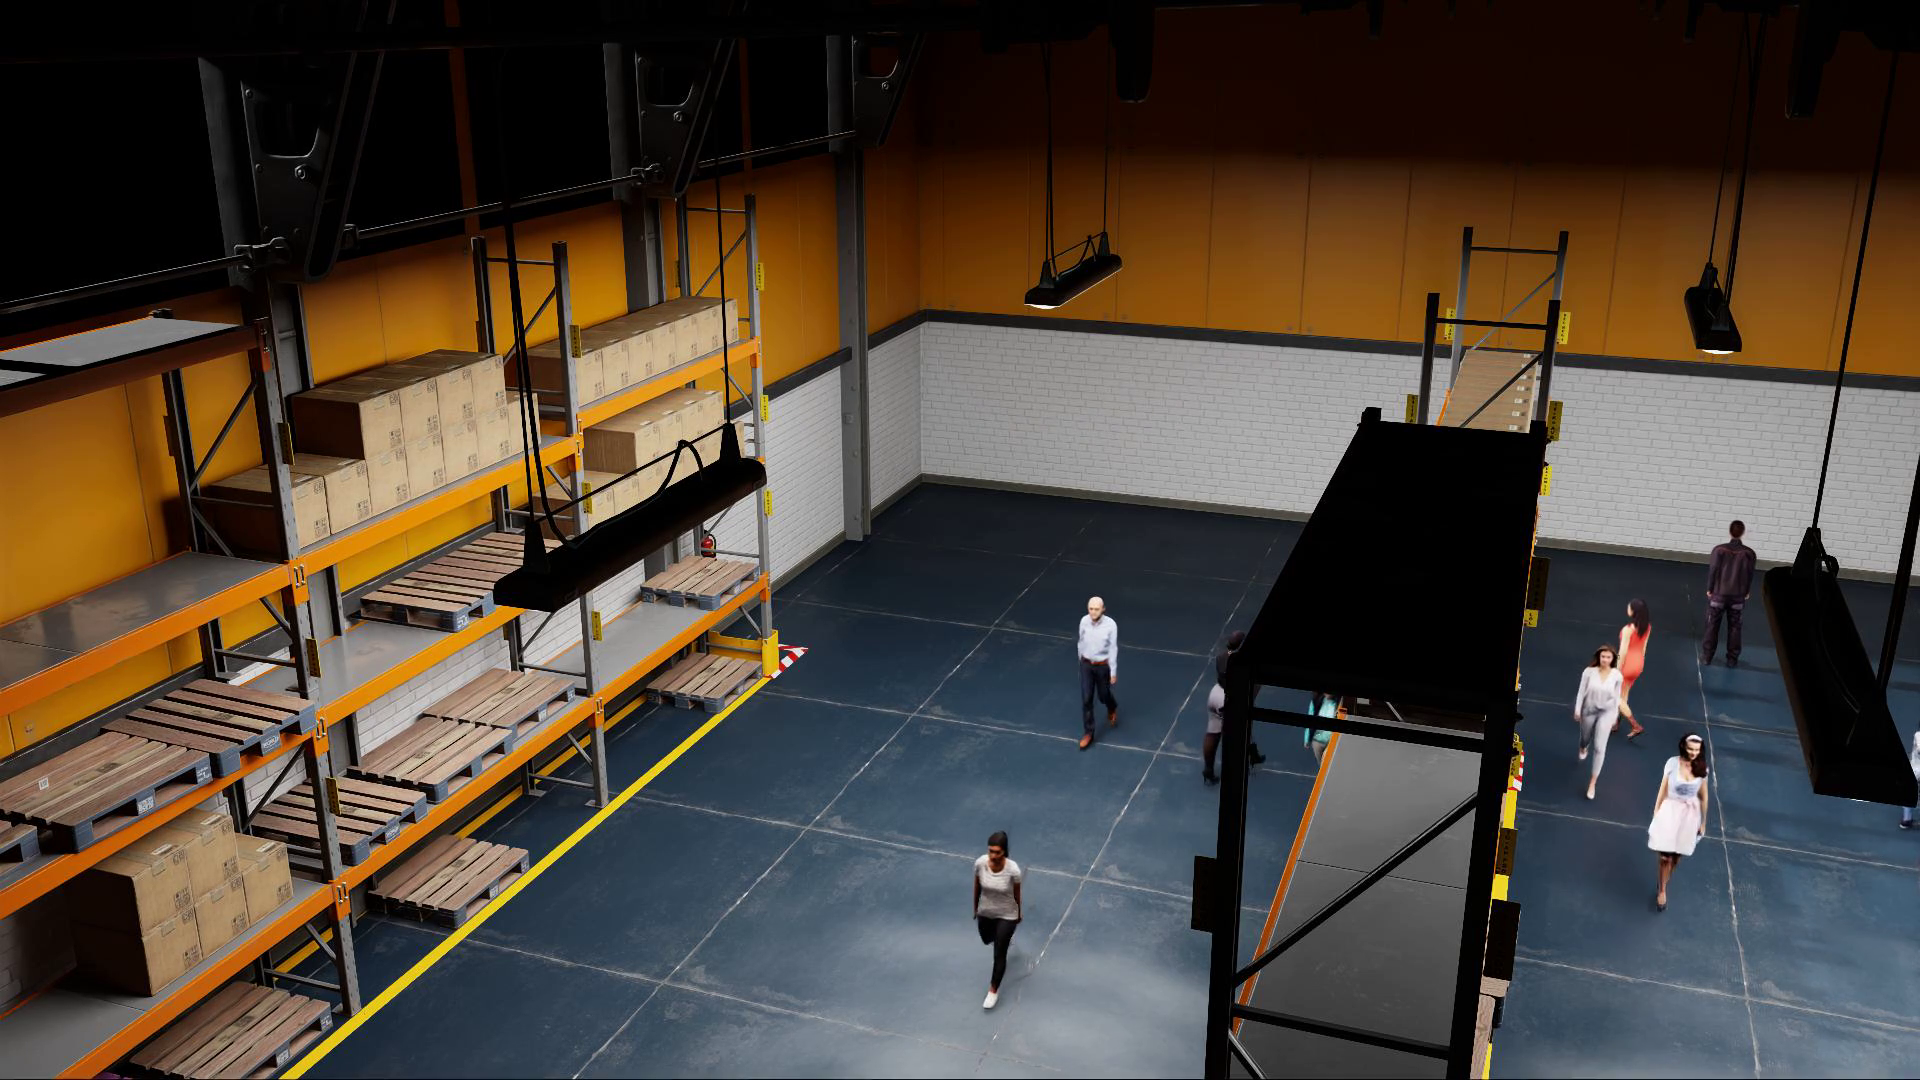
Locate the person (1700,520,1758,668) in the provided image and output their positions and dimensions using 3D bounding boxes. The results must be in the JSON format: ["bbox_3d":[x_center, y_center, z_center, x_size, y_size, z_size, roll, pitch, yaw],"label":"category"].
[{"bbox_3d":[9.793,0.677,21.207,0.675,1.911,0.546,7,20,19],"label":"person"}]

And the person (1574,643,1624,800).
[{"bbox_3d":[6.852,1.881,17.902,0.581,1.737,1.064,7,20,19],"label":"person"}]

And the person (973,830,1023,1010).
[{"bbox_3d":[0.359,3.168,14.280,0.629,1.610,1.033,9,21,25],"label":"person"}]

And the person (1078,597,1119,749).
[{"bbox_3d":[1.589,1.463,19.092,0.666,1.769,1.037,8,20,22],"label":"person"}]

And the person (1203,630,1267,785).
[{"bbox_3d":[2.848,1.849,18.028,1.183,1.717,1.020,-13,22,-33],"label":"person"}]

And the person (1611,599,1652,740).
[{"bbox_3d":[7.712,1.499,19.081,0.932,1.709,0.976,-10,21,-26],"label":"person"}]

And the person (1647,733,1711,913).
[{"bbox_3d":[6.732,2.601,15.670,0.747,1.796,0.876,3,19,8],"label":"person"}]

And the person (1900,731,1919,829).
[{"bbox_3d":[9.899,2.402,17.135,0.846,1.240,0.695,-16,24,-39],"label":"person"}]
